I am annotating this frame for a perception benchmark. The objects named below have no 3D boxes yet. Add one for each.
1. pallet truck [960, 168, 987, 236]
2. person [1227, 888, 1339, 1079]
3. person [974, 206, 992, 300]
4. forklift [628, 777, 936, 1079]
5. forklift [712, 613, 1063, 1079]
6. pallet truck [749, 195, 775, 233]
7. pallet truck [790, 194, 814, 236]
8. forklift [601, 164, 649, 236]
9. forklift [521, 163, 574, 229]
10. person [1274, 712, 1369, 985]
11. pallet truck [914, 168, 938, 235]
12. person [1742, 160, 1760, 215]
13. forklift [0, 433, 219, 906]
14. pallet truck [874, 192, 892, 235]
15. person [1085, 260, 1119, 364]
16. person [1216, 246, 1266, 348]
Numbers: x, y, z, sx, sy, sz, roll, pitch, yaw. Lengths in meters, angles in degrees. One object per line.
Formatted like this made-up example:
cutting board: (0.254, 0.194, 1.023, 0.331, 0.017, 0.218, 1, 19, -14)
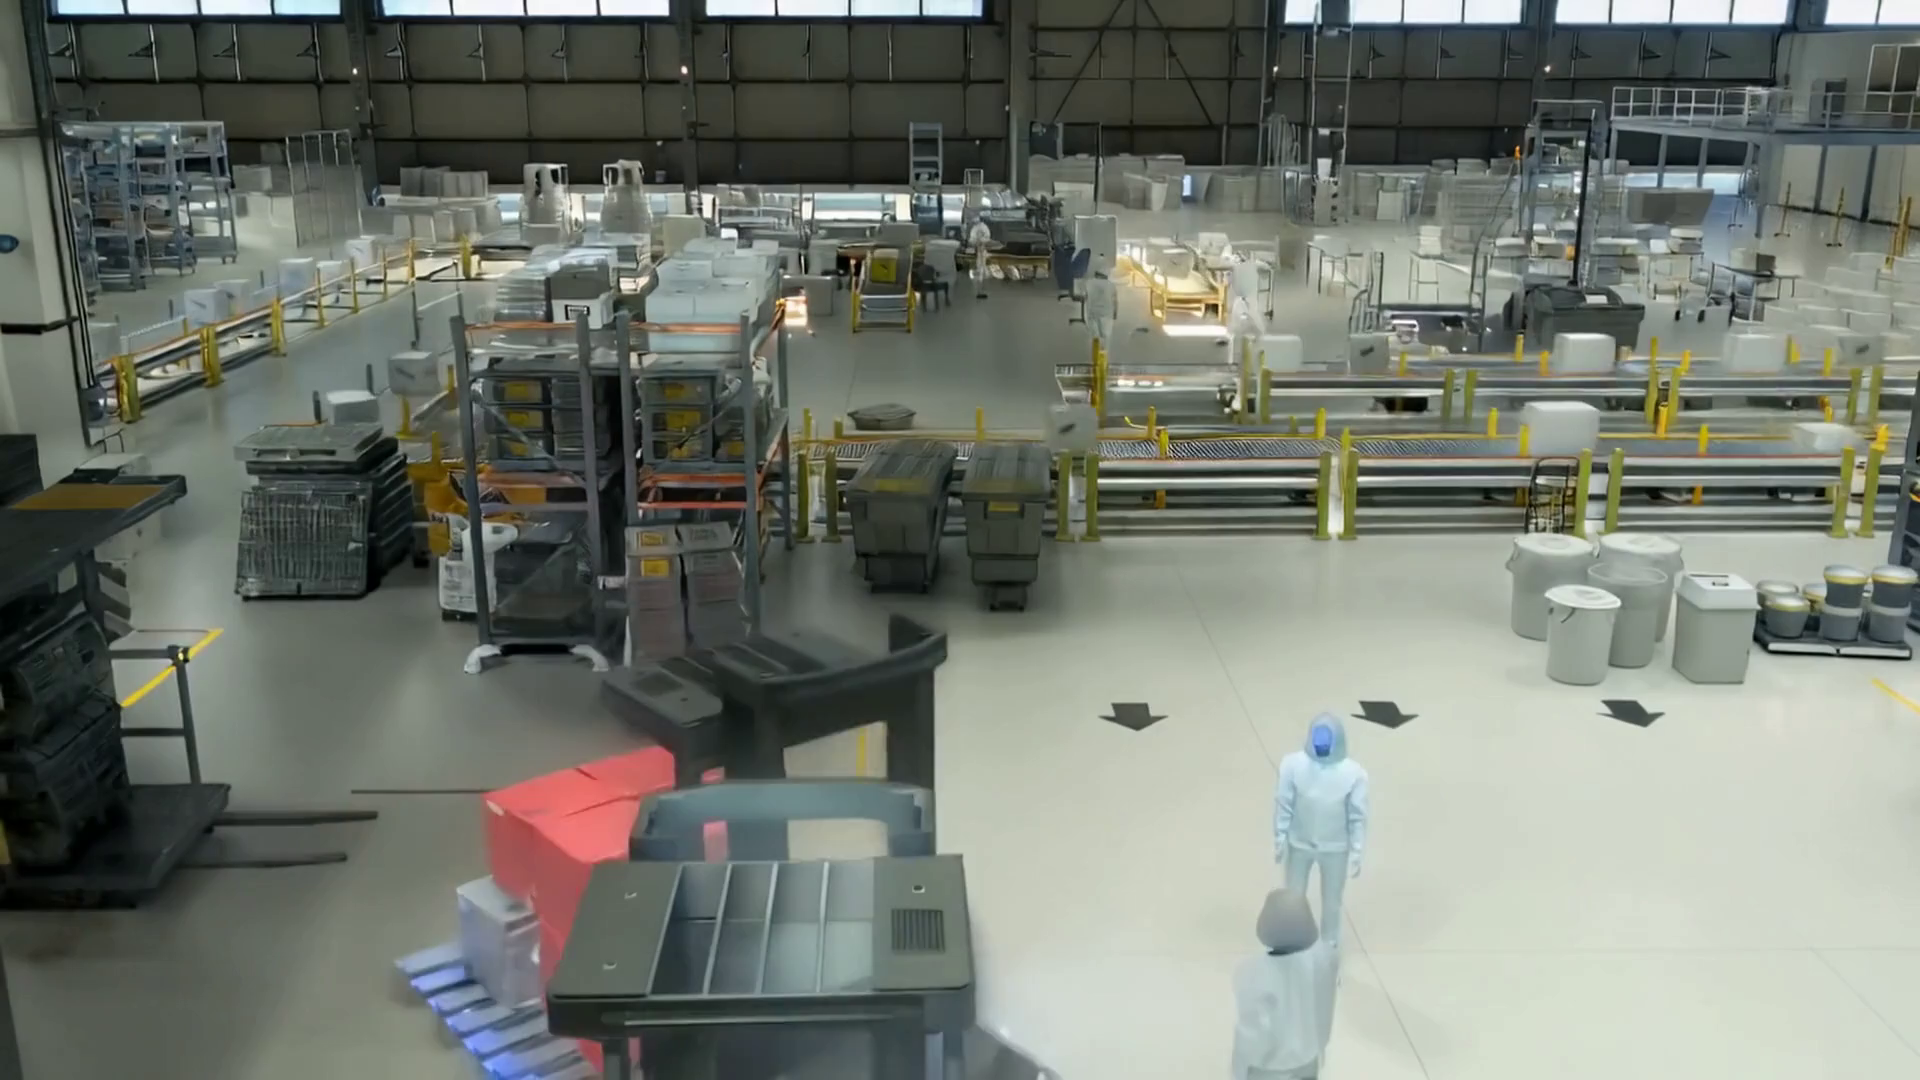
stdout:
pallet truck: (0.383, -10.230, 50.206, 0.823, 1.965, 1.885, -1, 16, -3)
person: (1.414, 2.285, 7.349, 0.500, 1.636, 0.280, -6, 17, -20)
person: (0.507, -6.278, 36.388, 0.378, 2.041, 0.616, 1, 16, 4)
forklift: (-0.542, 2.165, 5.552, 1.129, 2.768, 1.873, -1, 16, -2)
forklift: (-0.503, 1.745, 7.012, 1.129, 2.768, 1.873, -13, 20, -37)
pallet truck: (-6.051, -9.967, 50.660, 0.680, 1.201, 1.601, 0, 16, -1)
pallet truck: (-4.814, -9.883, 50.259, 0.704, 1.261, 1.522, -1, 16, -3)
forklift: (-9.948, -10.127, 49.296, 1.157, 1.987, 2.680, -1, 16, -3)
forklift: (-12.233, -10.122, 49.298, 1.157, 1.987, 2.680, 0, 16, -1)
person: (2.002, 1.728, 9.289, 0.499, 1.634, 0.285, 5, 17, 18)
pallet truck: (-0.989, -10.316, 50.507, 0.823, 1.965, 1.885, 1, 16, 3)
person: (27.020, -12.038, 56.770, 0.349, 1.842, 0.505, -9, 19, -29)
forklift: (-5.952, 0.780, 10.366, 1.873, 2.768, 1.129, 0, 16, -1)
pallet truck: (-2.277, -9.986, 50.594, 0.653, 1.274, 1.630, 0, 16, -1)
person: (2.408, -3.816, 28.205, 0.590, 1.833, 0.404, 7, 17, 23)
person: (5.208, -4.405, 30.258, 0.993, 1.853, 0.713, -7, 18, -24)
